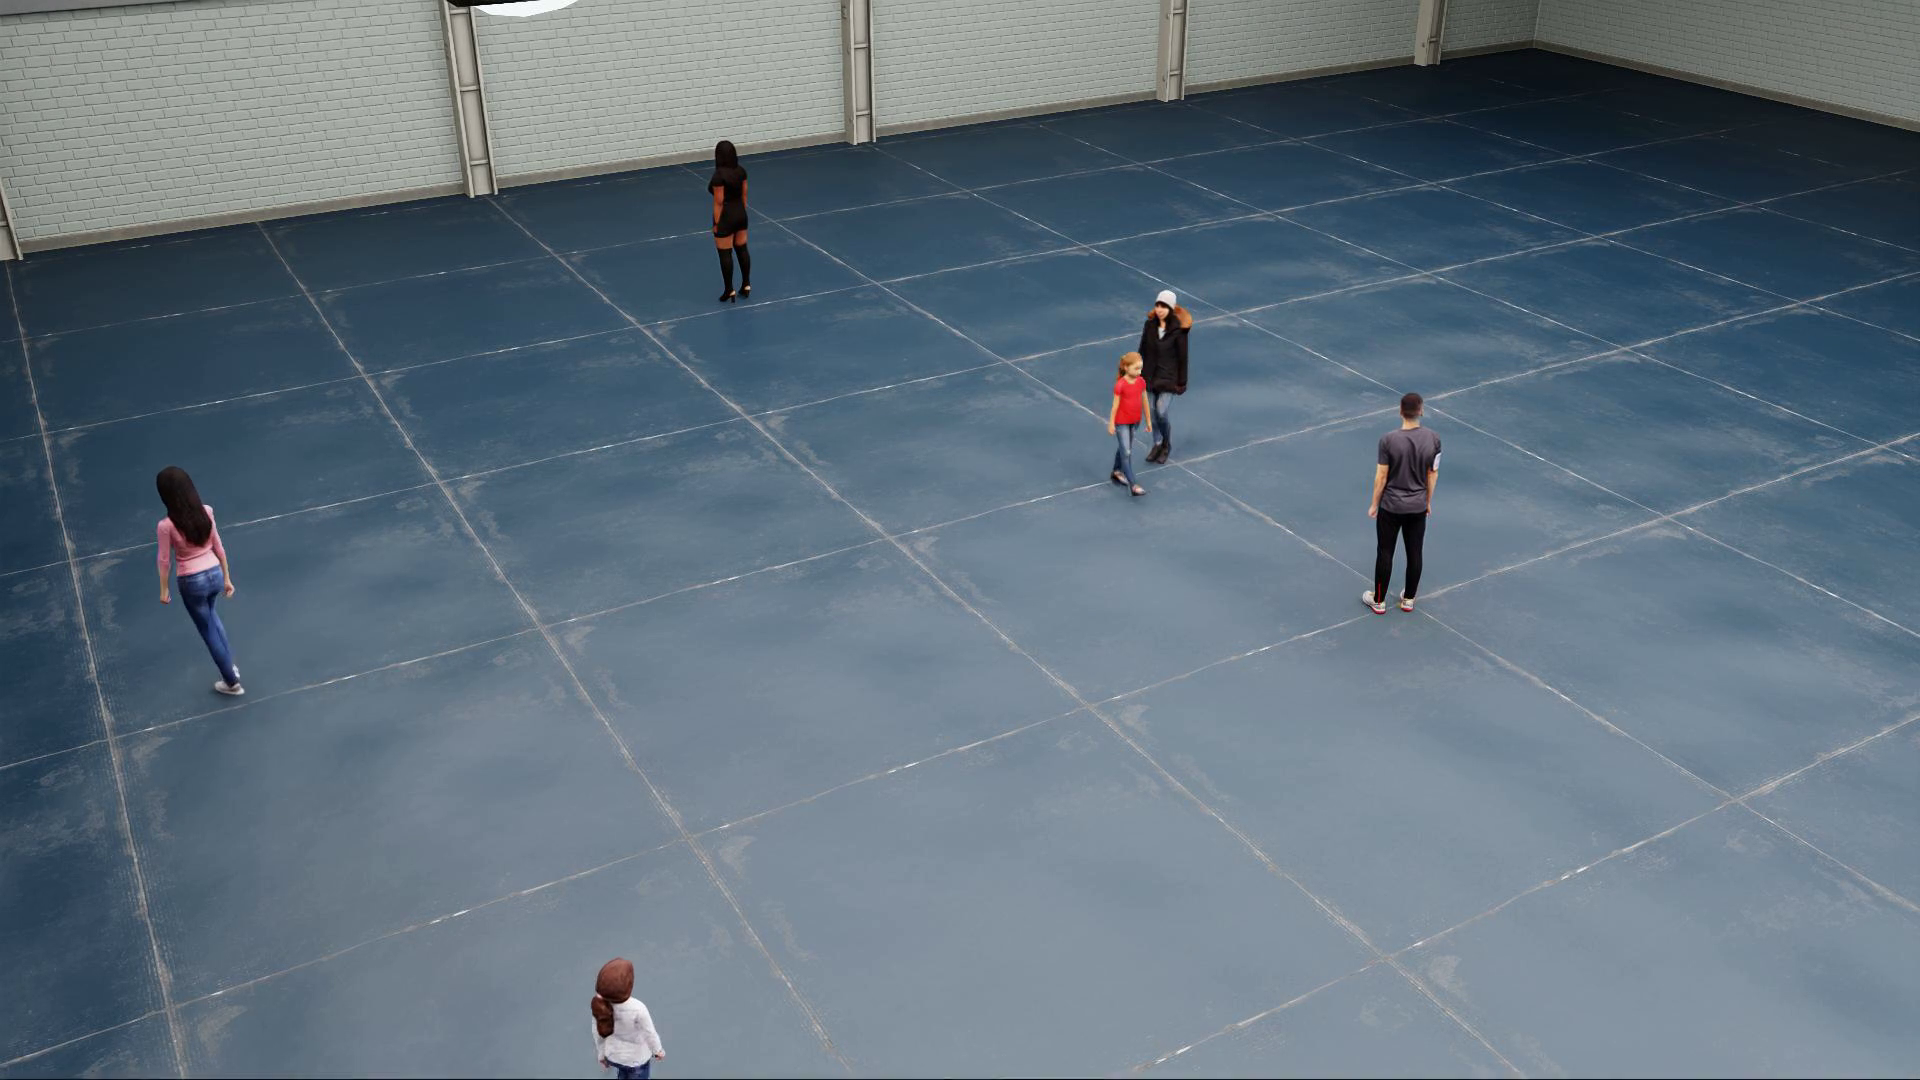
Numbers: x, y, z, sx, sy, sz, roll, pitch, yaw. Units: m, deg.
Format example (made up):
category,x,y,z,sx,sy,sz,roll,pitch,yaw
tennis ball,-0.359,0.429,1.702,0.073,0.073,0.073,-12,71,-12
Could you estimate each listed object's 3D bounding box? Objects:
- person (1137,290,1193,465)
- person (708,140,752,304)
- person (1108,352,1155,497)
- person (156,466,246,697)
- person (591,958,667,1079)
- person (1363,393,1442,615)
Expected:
category,x,y,z,sx,sy,sz,roll,pitch,yaw
person,1.855,-1.495,15.087,0.726,1.625,0.757,17,32,30
person,-2.624,-3.647,19.015,0.773,1.856,0.640,22,35,36
person,1.431,-1.058,14.606,0.784,1.288,0.577,-16,31,-28
person,-5.168,0.325,11.437,0.760,1.731,0.691,14,31,26
person,-1.616,2.472,7.954,0.545,1.102,0.602,11,29,21
person,3.341,-0.270,12.558,0.642,1.762,0.773,-2,27,-3
